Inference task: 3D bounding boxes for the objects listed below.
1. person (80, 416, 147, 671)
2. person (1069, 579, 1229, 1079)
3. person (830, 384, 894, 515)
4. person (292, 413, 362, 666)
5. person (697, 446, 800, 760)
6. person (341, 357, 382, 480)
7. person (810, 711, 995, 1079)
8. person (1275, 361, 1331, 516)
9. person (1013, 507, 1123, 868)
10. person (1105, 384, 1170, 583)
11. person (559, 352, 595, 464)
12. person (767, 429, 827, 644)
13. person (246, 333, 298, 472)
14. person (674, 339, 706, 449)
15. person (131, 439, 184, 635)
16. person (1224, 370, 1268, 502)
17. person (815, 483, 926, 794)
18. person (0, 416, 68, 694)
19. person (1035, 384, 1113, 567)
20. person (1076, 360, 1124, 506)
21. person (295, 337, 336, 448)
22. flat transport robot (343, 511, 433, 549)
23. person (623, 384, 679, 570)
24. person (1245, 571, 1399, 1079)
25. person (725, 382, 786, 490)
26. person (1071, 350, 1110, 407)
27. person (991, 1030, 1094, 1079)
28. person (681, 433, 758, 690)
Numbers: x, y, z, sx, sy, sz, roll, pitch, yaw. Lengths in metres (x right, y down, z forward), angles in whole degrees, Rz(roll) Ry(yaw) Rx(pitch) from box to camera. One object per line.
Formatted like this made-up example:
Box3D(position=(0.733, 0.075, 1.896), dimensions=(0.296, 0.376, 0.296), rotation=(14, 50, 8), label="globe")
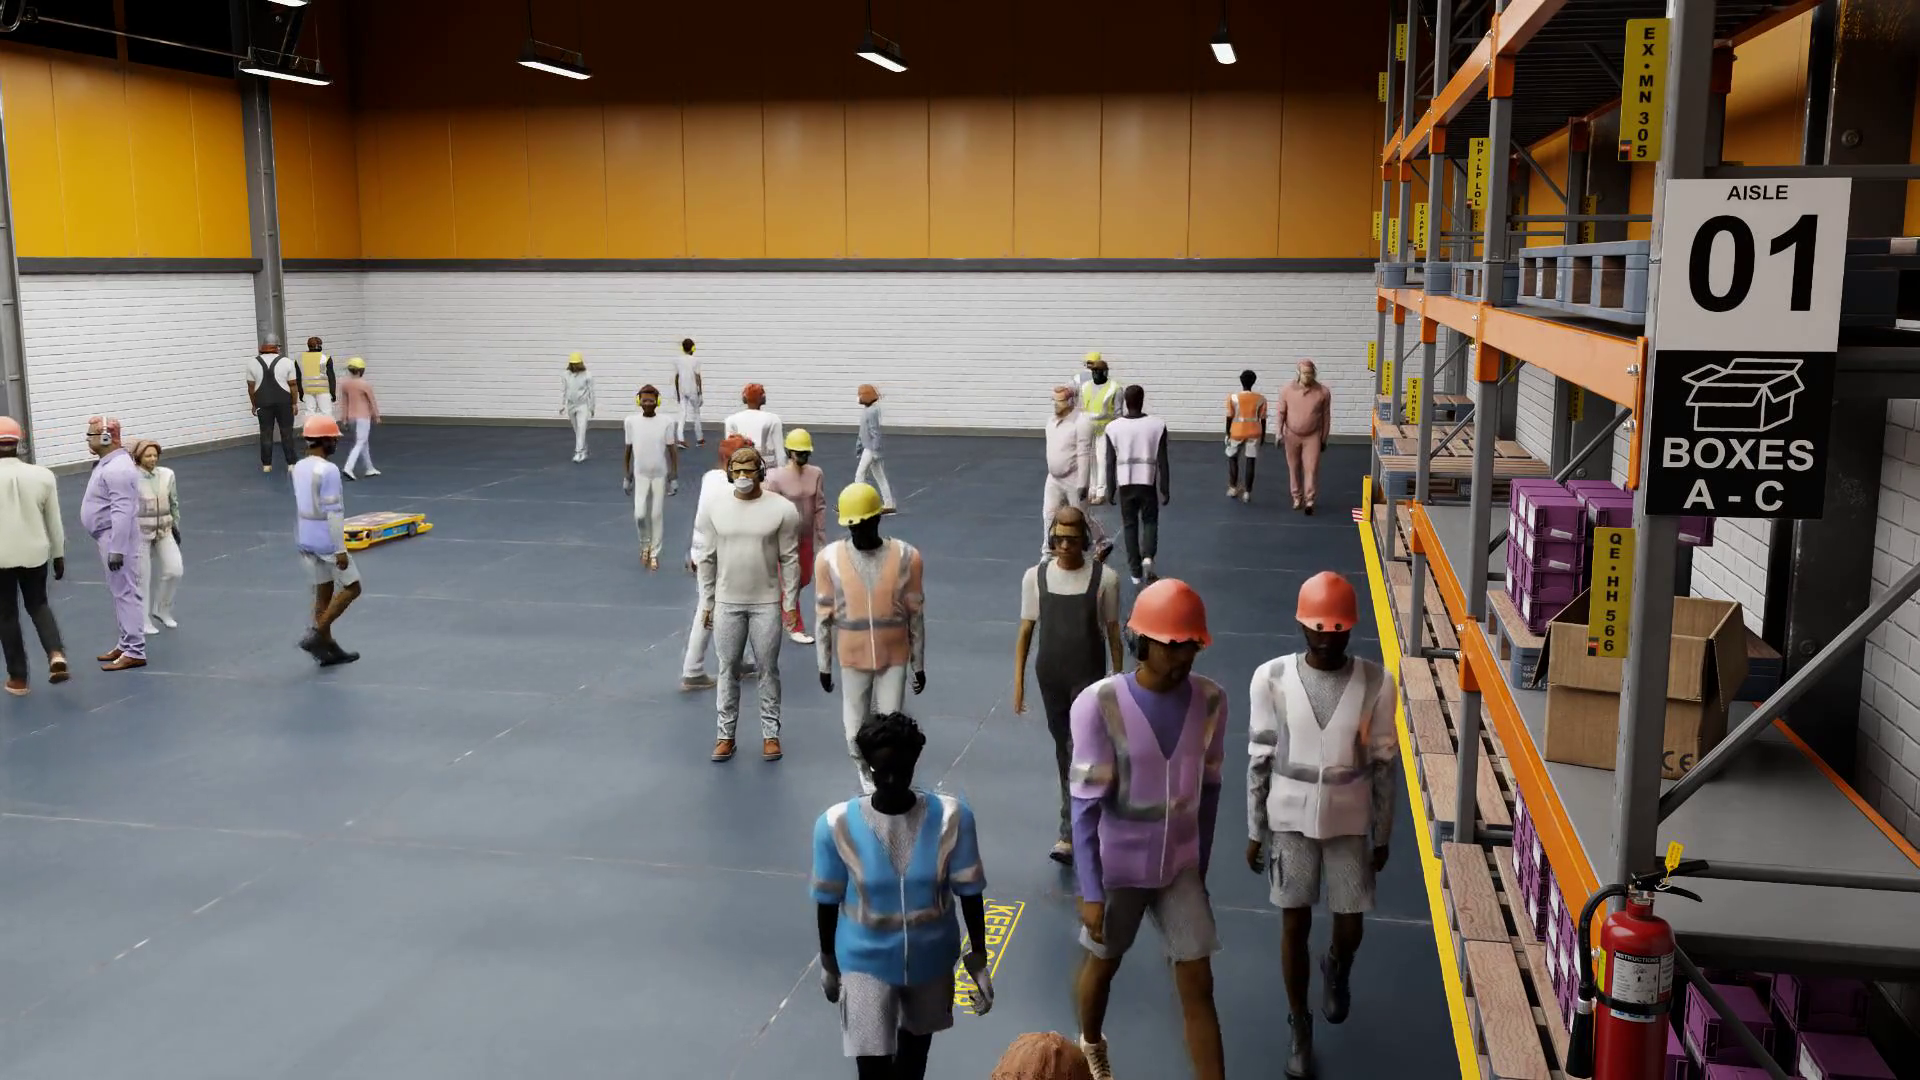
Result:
Box3D(position=(-6.368, 0.019, 12.507), dimensions=(0.407, 1.908, 0.642), rotation=(-5, 11, -30), label="person")
Box3D(position=(0.662, 1.119, 5.639), dimensions=(0.636, 1.981, 1.059), rotation=(-3, 10, -19), label="person")
Box3D(position=(-1.175, -1.068, 19.973), dimensions=(0.825, 1.589, 0.529), rotation=(-2, 10, -9), label="person")
Box3D(position=(-4.766, 0.010, 12.489), dimensions=(0.563, 1.928, 0.423), rotation=(8, 12, 40), label="person")
Box3D(position=(-1.291, 0.389, 10.178), dimensions=(0.627, 1.940, 0.372), rotation=(0, 9, -2), label="person")
Box3D(position=(-8.516, -1.724, 23.503), dimensions=(0.520, 1.733, 0.858), rotation=(4, 10, 25), label="person")
Box3D(position=(-0.178, 1.351, 5.211), dimensions=(0.548, 1.645, 0.856), rotation=(-2, 10, -11), label="person")
Box3D(position=(4.169, -1.243, 20.269), dimensions=(0.646, 1.854, 1.001), rotation=(3, 10, 16), label="person")
Box3D(position=(0.532, 0.739, 8.467), dimensions=(0.542, 1.799, 0.958), rotation=(3, 10, 17), label="person")
Box3D(position=(1.673, -0.517, 15.754), dimensions=(0.621, 1.898, 0.460), rotation=(1, 9, 3), label="person")
Box3D(position=(-5.856, -2.024, 25.460), dimensions=(0.490, 1.692, 0.923), rotation=(2, 10, 10), label="person")
Box3D(position=(-1.378, -0.054, 13.449), dimensions=(0.540, 1.736, 0.632), rotation=(-8, 13, -41), label="person")
Box3D(position=(-10.048, -2.021, 24.389), dimensions=(0.684, 2.000, 0.535), rotation=(-1, 10, -9), label="person")
Box3D(position=(-4.487, -2.418, 27.515), dimensions=(0.531, 1.816, 1.014), rotation=(2, 10, 11), label="person")
Box3D(position=(-6.625, -0.025, 13.622), dimensions=(0.407, 1.617, 0.578), rotation=(6, 11, 30), label="person")
Box3D(position=(3.667, -1.346, 21.402), dimensions=(0.558, 1.671, 0.662), rotation=(0, 9, 1), label="person")
Box3D(position=(-0.482, 0.606, 8.994), dimensions=(0.594, 1.899, 0.670), rotation=(0, 9, -3), label="person")
Box3D(position=(-6.649, 0.118, 11.721), dimensions=(0.526, 1.978, 0.616), rotation=(9, 13, 43), label="person")
Box3D(position=(1.125, -0.626, 16.539), dimensions=(0.904, 1.866, 0.644), rotation=(-8, 13, -41), label="person")
Box3D(position=(1.735, -1.363, 21.098), dimensions=(0.628, 1.843, 0.492), rotation=(7, 12, 35), label="person")
Box3D(position=(-10.638, -2.441, 27.530), dimensions=(0.634, 1.838, 0.429), rotation=(0, 9, -2), label="person")
Box3D(position=(-6.482, -0.122, 18.269), dimensions=(0.652, 0.197, 1.431), rotation=(3, 10, 15), label="flat transport robot")
Box3D(position=(-3.069, -0.618, 16.492), dimensions=(0.558, 1.854, 0.397), rotation=(-2, 10, -9), label="person")
Box3D(position=(1.360, 1.045, 6.290), dimensions=(0.552, 1.924, 0.561), rotation=(2, 10, 12), label="person")
Box3D(position=(-2.018, -0.632, 16.543), dimensions=(0.593, 1.872, 0.419), rotation=(2, 10, 13), label="person")
Box3D(position=(1.879, -1.797, 23.761), dimensions=(0.615, 1.805, 0.724), rotation=(3, 10, 15), label="person")
Box3D(position=(0.071, 1.728, 3.071), dimensions=(0.537, 1.610, 0.510), rotation=(3, 10, 18), label="person")
Box3D(position=(-1.635, 0.155, 11.882), dimensions=(0.852, 1.839, 0.635), rotation=(-4, 10, -23), label="person")
